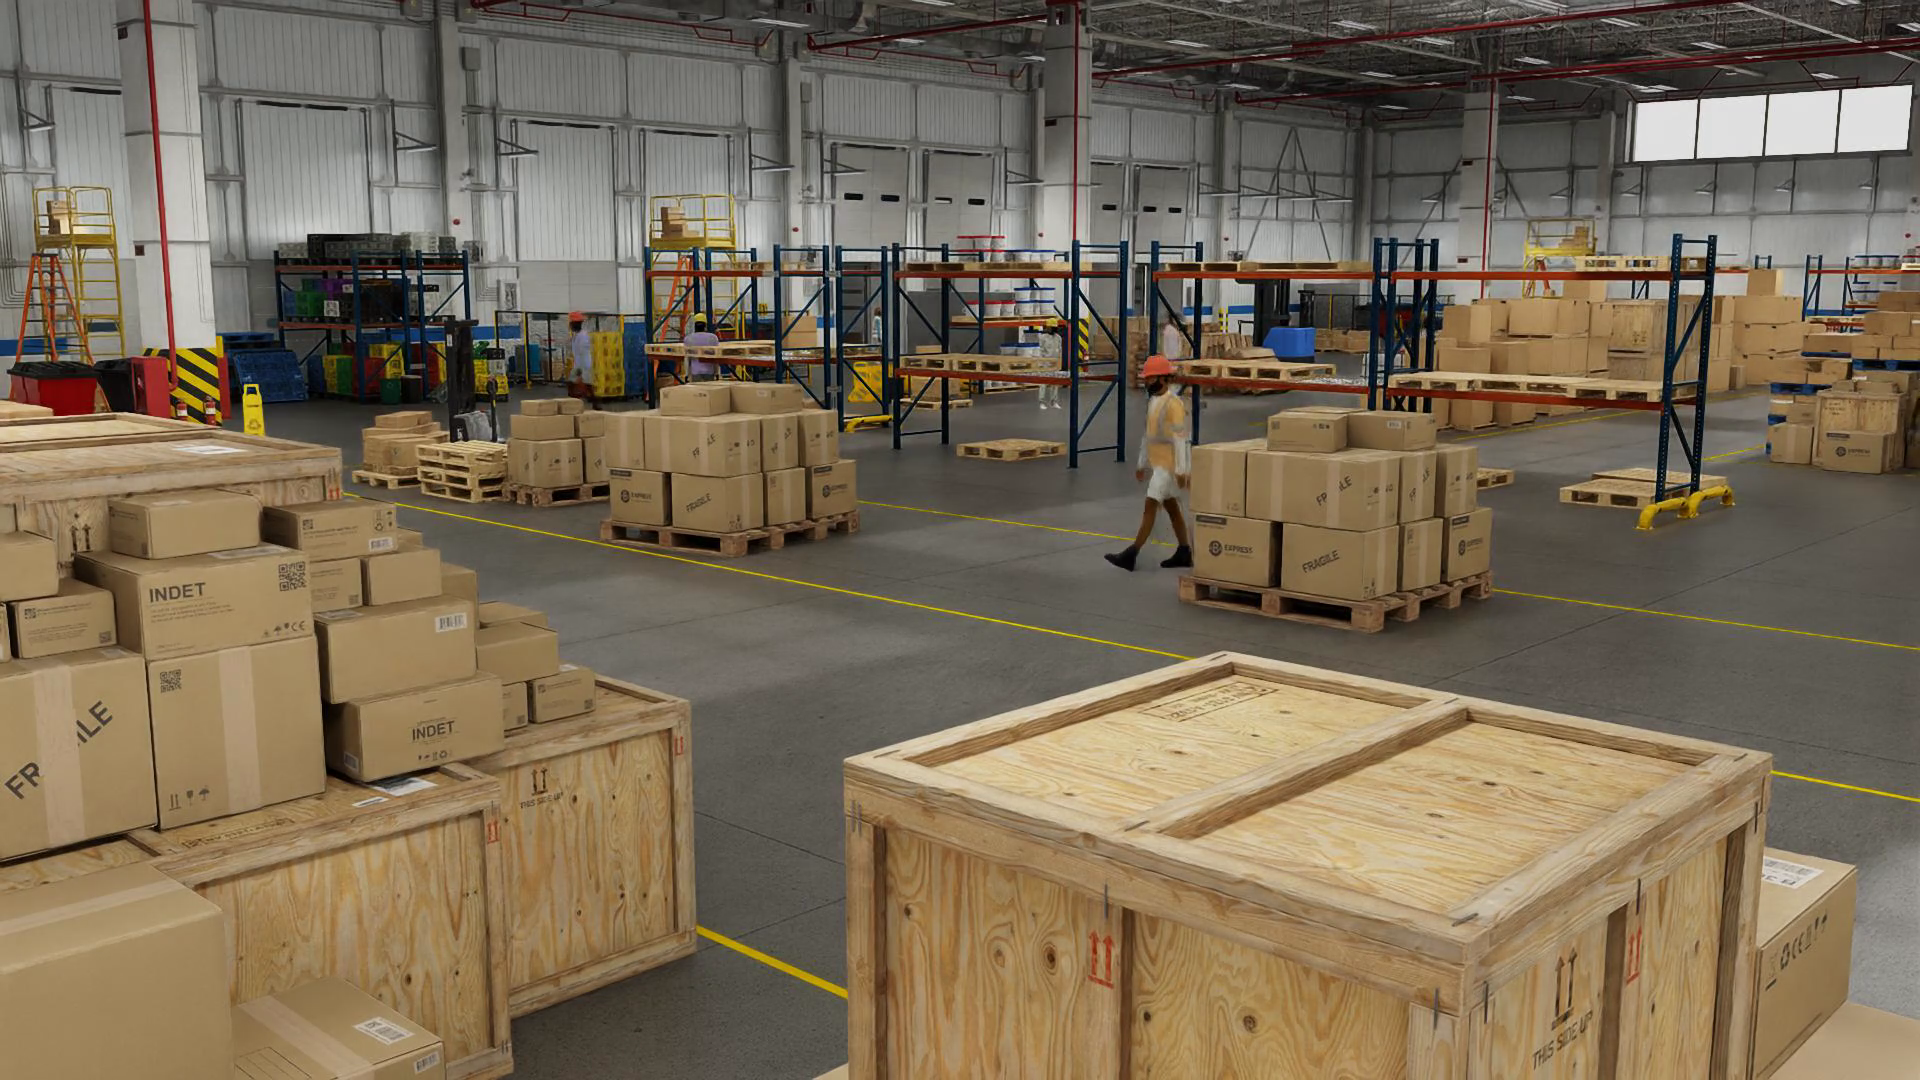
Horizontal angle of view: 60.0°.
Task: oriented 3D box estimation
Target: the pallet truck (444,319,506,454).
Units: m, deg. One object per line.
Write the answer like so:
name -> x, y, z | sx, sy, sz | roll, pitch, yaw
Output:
pallet truck -> -6.981, -1.942, 22.150 | 1.885, 1.965, 0.823 | 1, 9, 9

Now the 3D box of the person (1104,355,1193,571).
person -> 1.670, -0.665, 14.631 | 0.955, 1.891, 0.581 | -2, 10, -13

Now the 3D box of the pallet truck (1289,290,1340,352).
pallet truck -> 11.297, -6.951, 52.861 | 1.885, 1.965, 0.823 | -5, 11, -29

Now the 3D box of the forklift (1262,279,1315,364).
forklift -> 8.555, -6.090, 44.881 | 1.873, 2.768, 1.129 | 9, 13, 43

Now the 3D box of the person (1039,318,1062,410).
person -> 1.726, -3.330, 31.470 | 0.488, 1.736, 0.323 | -5, 11, -29

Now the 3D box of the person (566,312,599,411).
person -> -6.808, -3.079, 29.435 | 0.963, 1.891, 0.563 | -7, 12, -38

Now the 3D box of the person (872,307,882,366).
person -> -2.193, -5.401, 44.492 | 0.315, 1.633, 0.521 | -1, 9, -6

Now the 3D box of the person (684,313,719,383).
person -> -4.296, -2.803, 27.673 | 0.585, 1.917, 0.380 | -2, 10, -14

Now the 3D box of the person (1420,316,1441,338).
person -> 8.513, -3.198, 30.432 | 0.750, 1.820, 0.628 | 8, 12, 41

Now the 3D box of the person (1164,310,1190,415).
person -> 3.935, -3.221, 30.253 | 0.493, 1.915, 0.658 | 1, 9, 8

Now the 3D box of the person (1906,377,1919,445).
person -> 10.604, -1.190, 18.040 | 0.573, 1.841, 0.509 | -6, 11, -32
